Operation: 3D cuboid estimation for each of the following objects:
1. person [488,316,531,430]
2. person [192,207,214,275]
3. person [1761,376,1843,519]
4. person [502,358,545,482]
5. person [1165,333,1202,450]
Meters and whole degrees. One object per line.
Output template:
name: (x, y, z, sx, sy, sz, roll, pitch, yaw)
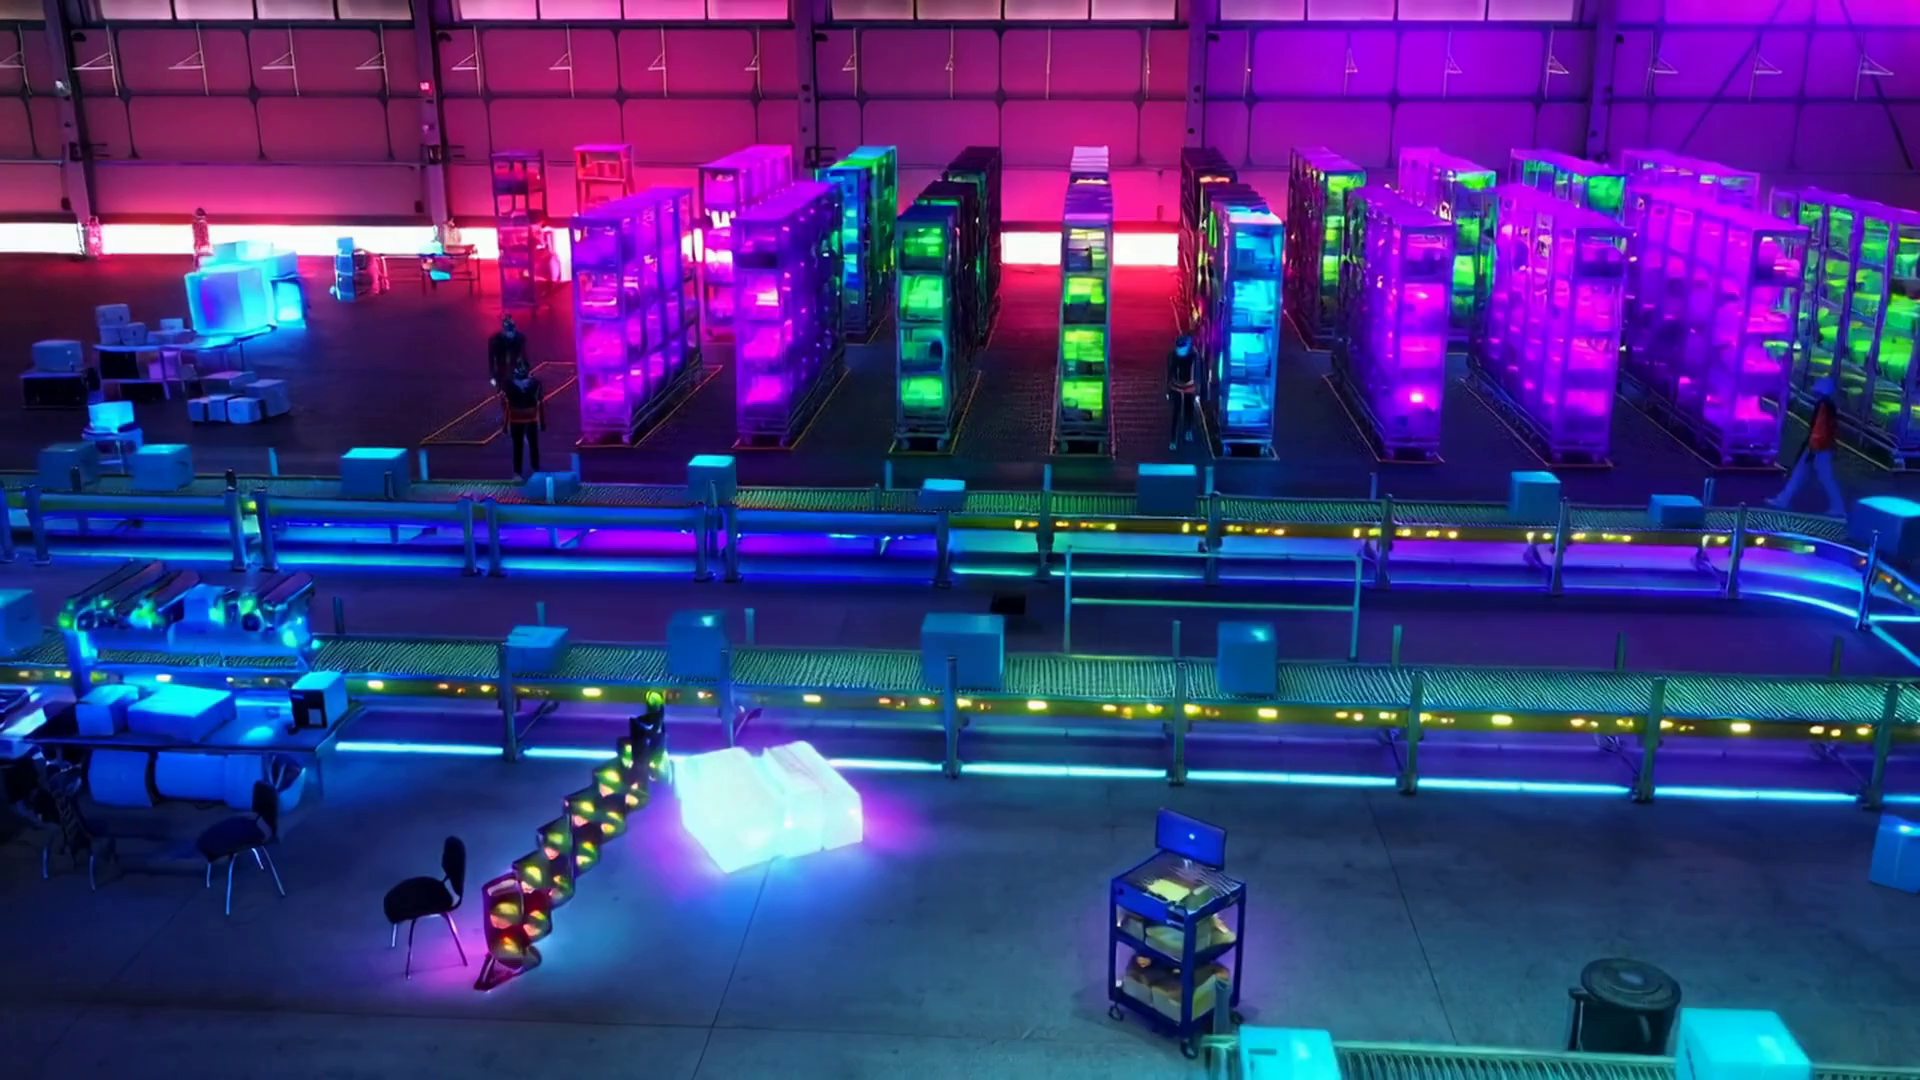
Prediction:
person: (-7.294, -2.706, 27.050, 0.672, 1.891, 0.420, -10, 20, -30)
person: (-19.235, -7.539, 42.392, 0.988, 1.882, 0.568, 4, 18, 11)
person: (11.476, -1.240, 22.317, 1.031, 1.939, 0.627, 5, 18, 16)
person: (-6.281, -1.717, 23.982, 0.563, 1.850, 0.390, -5, 18, -16)
person: (3.511, -2.373, 26.154, 0.584, 1.799, 0.899, 4, 18, 13)
